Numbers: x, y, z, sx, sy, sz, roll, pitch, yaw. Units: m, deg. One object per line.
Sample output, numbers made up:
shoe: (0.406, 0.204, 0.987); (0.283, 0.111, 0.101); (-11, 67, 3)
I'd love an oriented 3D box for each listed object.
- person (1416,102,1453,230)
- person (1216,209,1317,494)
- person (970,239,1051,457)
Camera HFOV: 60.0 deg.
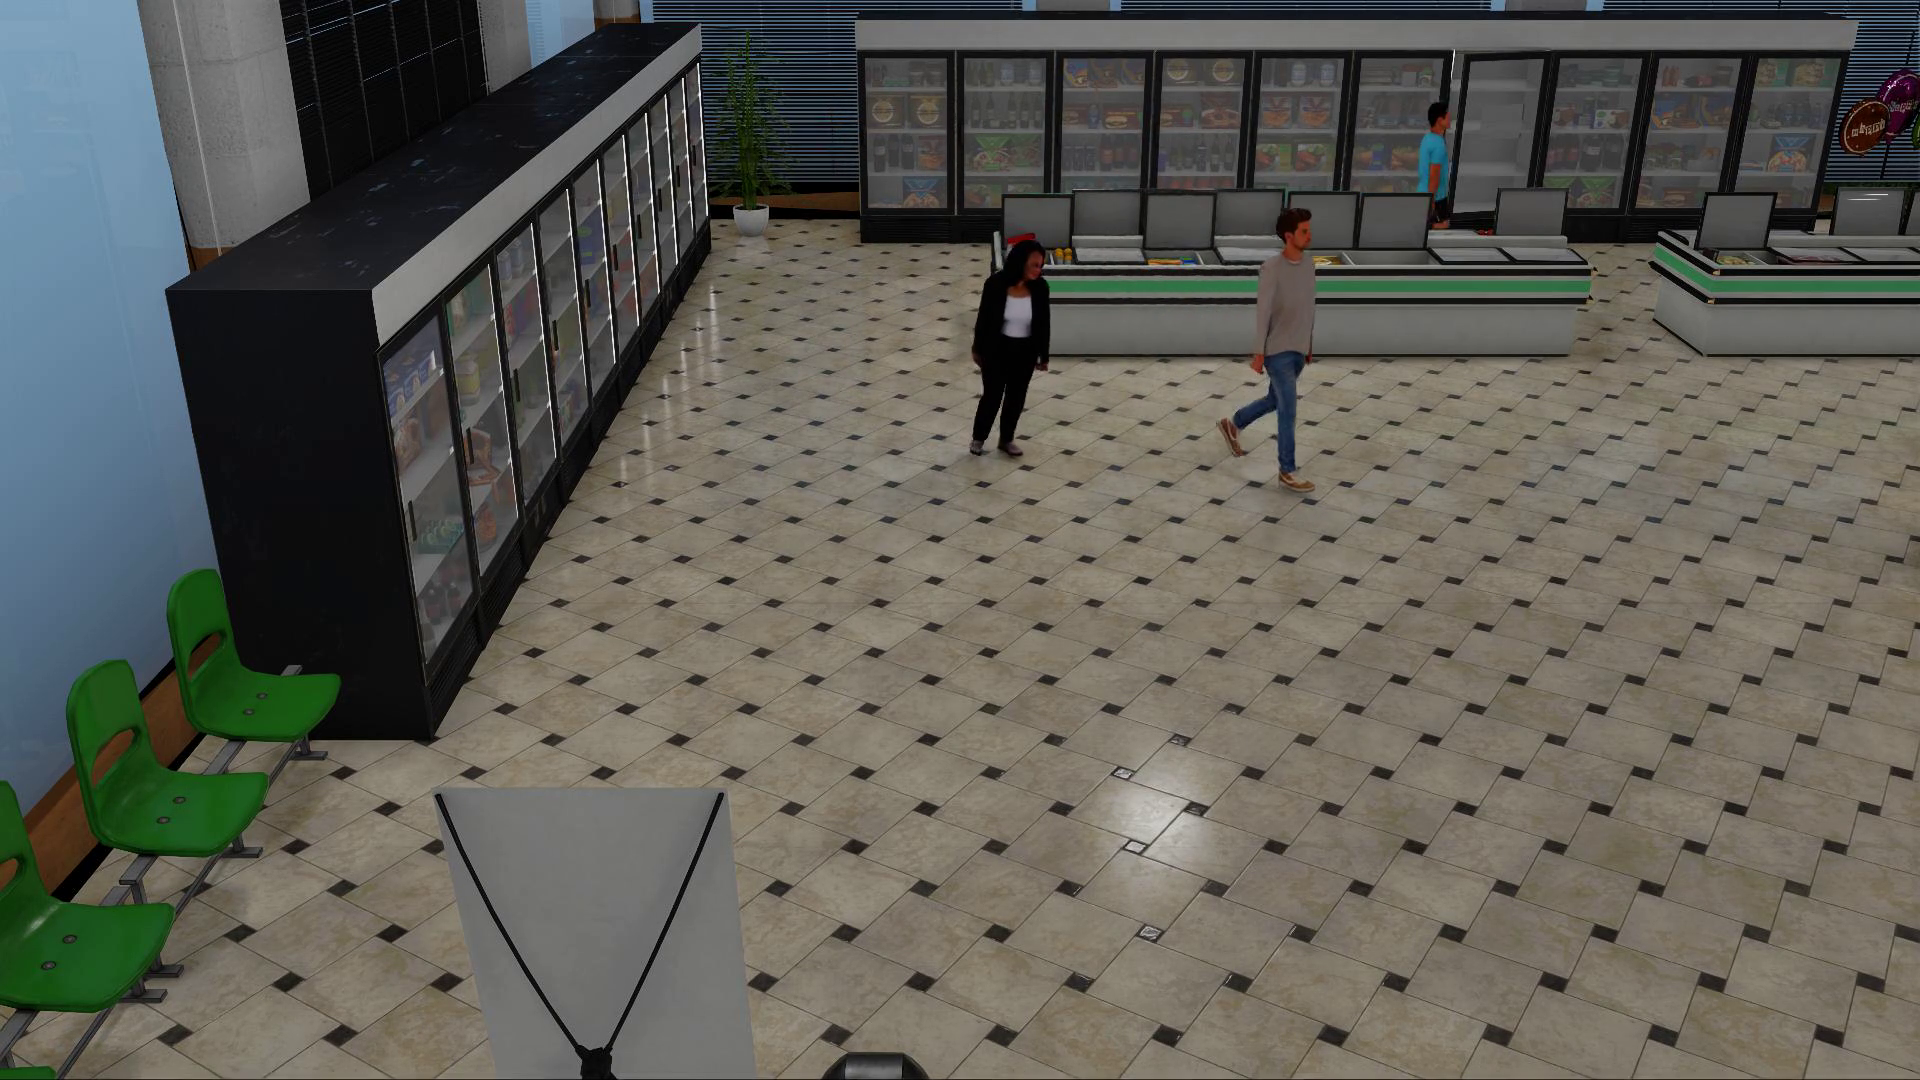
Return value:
person: (4.367, -3.239, 15.788); (1.119, 1.746, 0.648); (1, 24, 2)
person: (2.100, -1.294, 11.175); (1.155, 1.881, 1.188); (-20, 31, -38)
person: (0.316, -1.320, 11.623); (0.710, 1.569, 0.839); (0, 24, -1)
